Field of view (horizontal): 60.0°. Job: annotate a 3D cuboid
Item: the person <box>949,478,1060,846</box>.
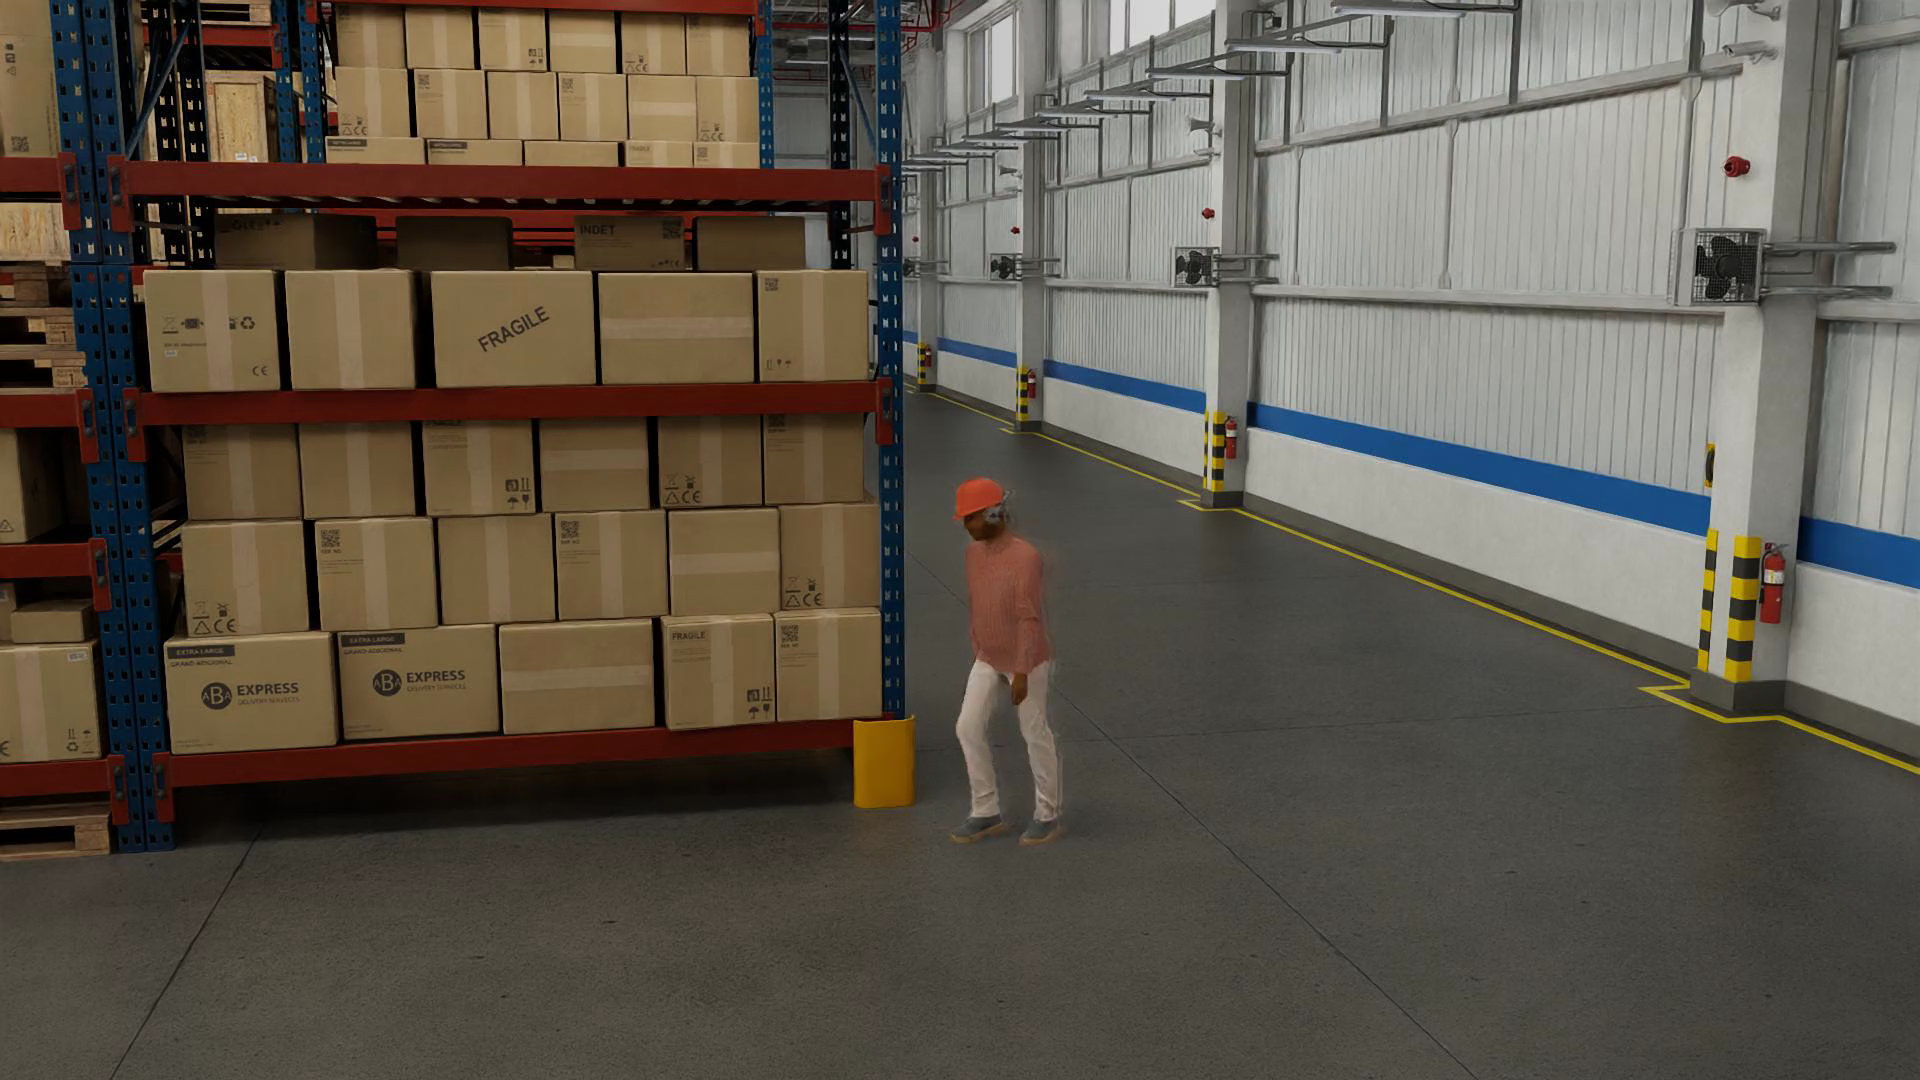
[{"bbox_3d":[0.193,0.645,8.716,0.710,1.941,0.609,-9,13,-42],"label":"person"}]
